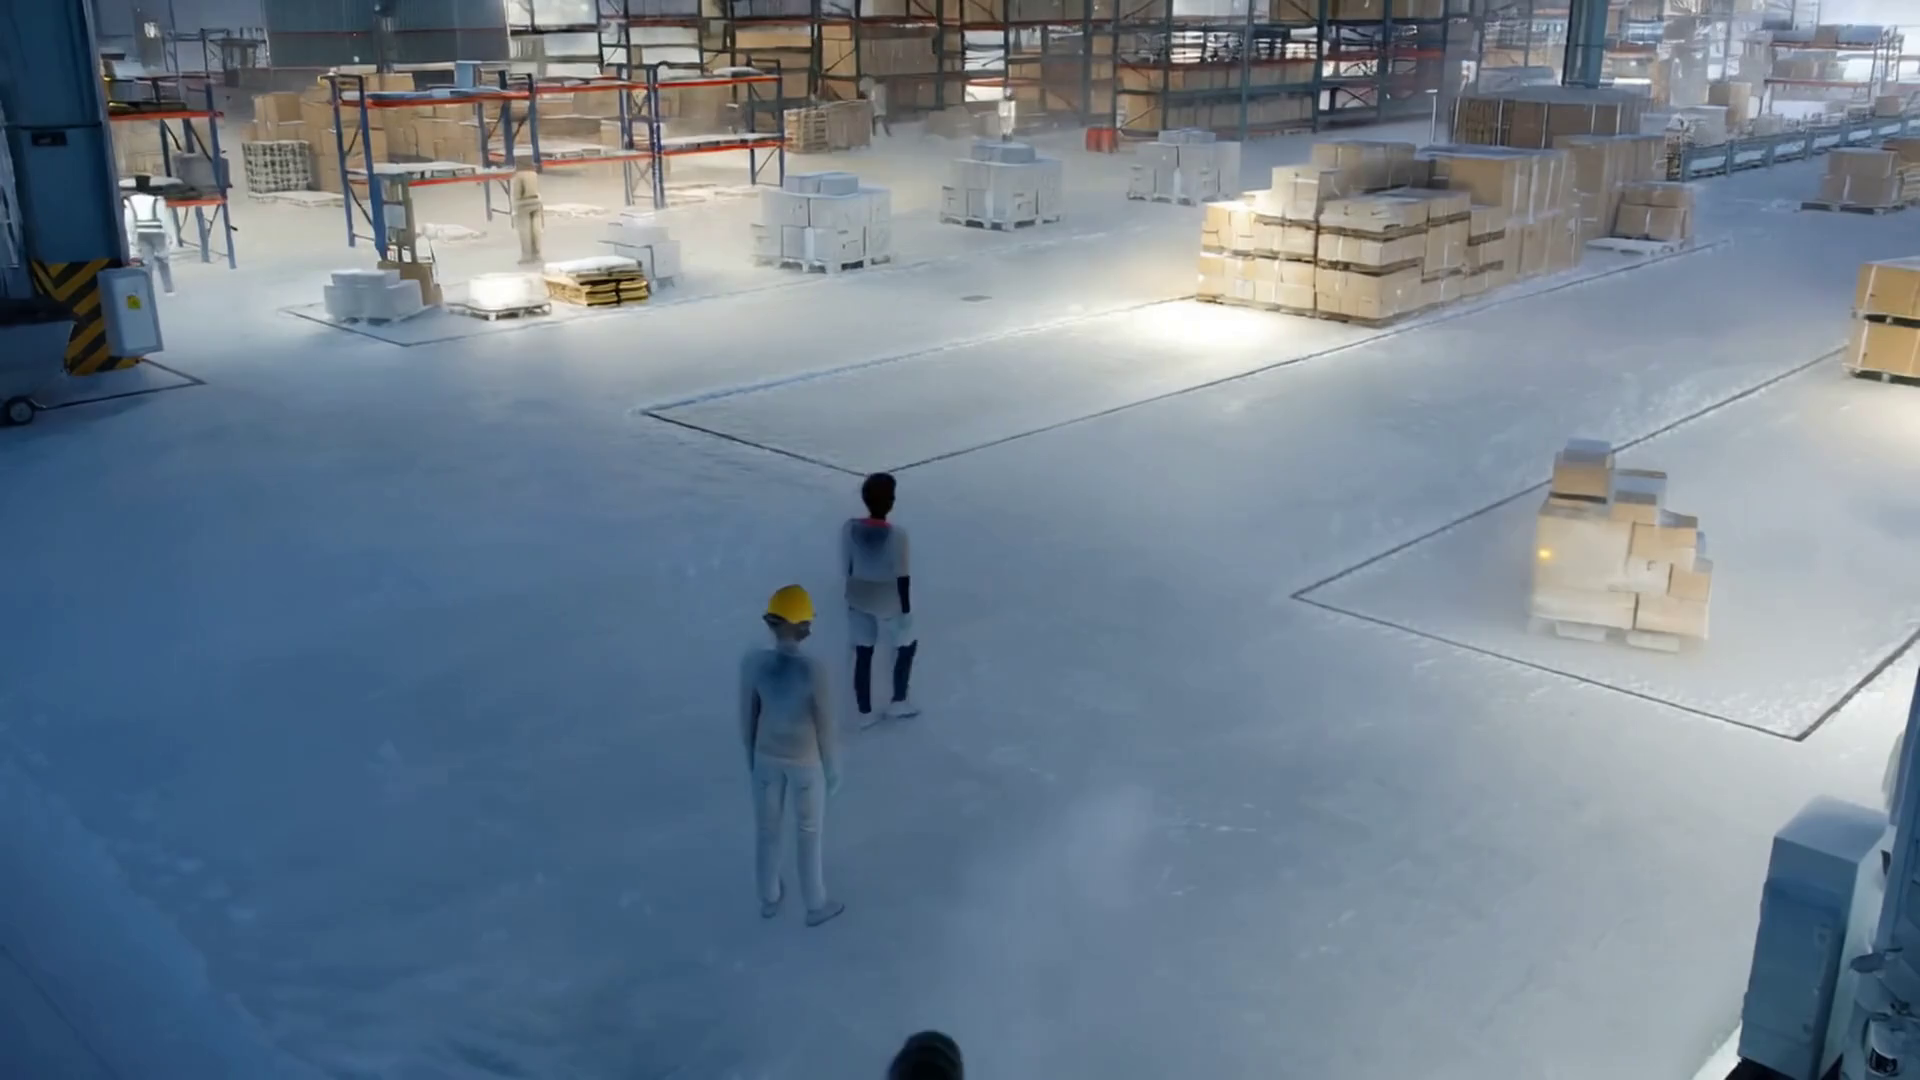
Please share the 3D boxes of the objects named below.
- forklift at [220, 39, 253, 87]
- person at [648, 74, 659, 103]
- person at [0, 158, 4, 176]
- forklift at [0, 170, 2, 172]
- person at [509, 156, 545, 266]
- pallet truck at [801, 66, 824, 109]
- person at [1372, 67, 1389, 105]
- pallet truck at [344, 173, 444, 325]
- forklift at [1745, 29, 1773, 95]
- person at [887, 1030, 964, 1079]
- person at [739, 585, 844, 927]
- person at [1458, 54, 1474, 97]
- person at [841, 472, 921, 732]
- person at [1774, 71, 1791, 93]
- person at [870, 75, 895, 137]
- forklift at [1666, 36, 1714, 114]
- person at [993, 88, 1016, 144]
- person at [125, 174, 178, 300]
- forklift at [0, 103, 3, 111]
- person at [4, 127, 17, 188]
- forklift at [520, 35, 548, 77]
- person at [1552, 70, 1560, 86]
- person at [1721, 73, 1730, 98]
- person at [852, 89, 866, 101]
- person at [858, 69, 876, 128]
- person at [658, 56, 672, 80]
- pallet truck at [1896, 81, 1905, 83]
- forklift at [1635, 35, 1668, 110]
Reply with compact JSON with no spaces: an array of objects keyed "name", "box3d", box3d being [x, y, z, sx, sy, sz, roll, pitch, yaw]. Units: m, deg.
[{"name":"forklift","box3d":[-25.485,-16.302,58.898,1.873,2.768,1.129,17,25,41]},{"name":"person","box3d":[-9.871,-13.999,53.459,0.391,1.922,0.593,7,20,21]},{"name":"person","box3d":[-21.814,-8.649,37.555,0.992,1.787,0.505,1,18,2]},{"name":"forklift","box3d":[-24.029,-10.894,42.603,1.129,2.768,1.873,17,25,41]},{"name":"person","box3d":[-7.366,-5.581,28.242,0.431,1.835,0.624,16,24,39]},{"name":"pallet truck","box3d":[-4.812,-15.182,56.903,0.823,1.965,1.885,-9,21,-26]},{"name":"person","box3d":[16.870,-18.066,66.223,0.871,1.582,0.527,10,21,29]},{"name":"pallet truck","box3d":[-8.209,-4.181,23.757,0.823,1.965,1.885,3,19,9]},{"name":"forklift","box3d":[35.337,-21.246,73.792,1.129,2.768,1.873,17,25,41]},{"name":"person","box3d":[-0.074,2.206,4.836,0.647,1.787,0.973,4,19,12]},{"name":"person","box3d":[-0.832,1.073,8.293,0.532,1.765,0.328,7,20,21]},{"name":"person","box3d":[21.866,-20.045,71.836,0.576,1.816,0.869,14,23,37]},{"name":"person","box3d":[-0.465,0.377,10.506,0.553,1.677,0.567,12,22,31]},{"name":"person","box3d":[32.210,-17.859,65.074,0.649,1.922,0.697,9,20,25]},{"name":"person","box3d":[-2.487,-13.725,52.625,0.968,1.918,0.629,16,24,40]},{"name":"forklift","box3d":[27.341,-17.291,61.877,1.129,2.768,1.873,17,25,41]},{"name":"person","box3d":[1.228,-11.530,46.039,0.570,1.901,0.780,8,20,24]},{"name":"person","box3d":[-12.191,-4.556,25.063,0.585,1.882,0.337,-3,19,-10]},{"name":"forklift","box3d":[-29.010,-14.010,51.991,1.129,2.768,1.873,15,24,38]},{"name":"person","box3d":[-21.144,-8.605,37.238,1.021,1.891,0.646,16,24,40]},{"name":"forklift","box3d":[-16.235,-17.864,63.605,1.873,2.768,1.129,17,25,41]},{"name":"person","box3d":[22.403,-16.827,62.072,0.642,1.864,0.959,5,19,13]},{"name":"person","box3d":[27.137,-15.723,59.017,0.455,1.682,0.554,-1,18,-2]},{"name":"person","box3d":[-3.049,-12.759,50.148,0.545,1.653,0.889,-13,22,-33]},{"name":"person","box3d":[-3.123,-14.879,56.090,0.628,1.935,0.373,4,19,13]},{"name":"person","box3d":[-11.532,-18.020,65.490,0.779,1.965,0.630,-17,25,-42]},{"name":"pallet truck","box3d":[34.802,-16.331,61.455,0.653,1.274,1.630,17,25,41]},{"name":"forklift","box3d":[26.439,-17.975,63.938,1.129,2.768,1.873,17,25,41]}]
